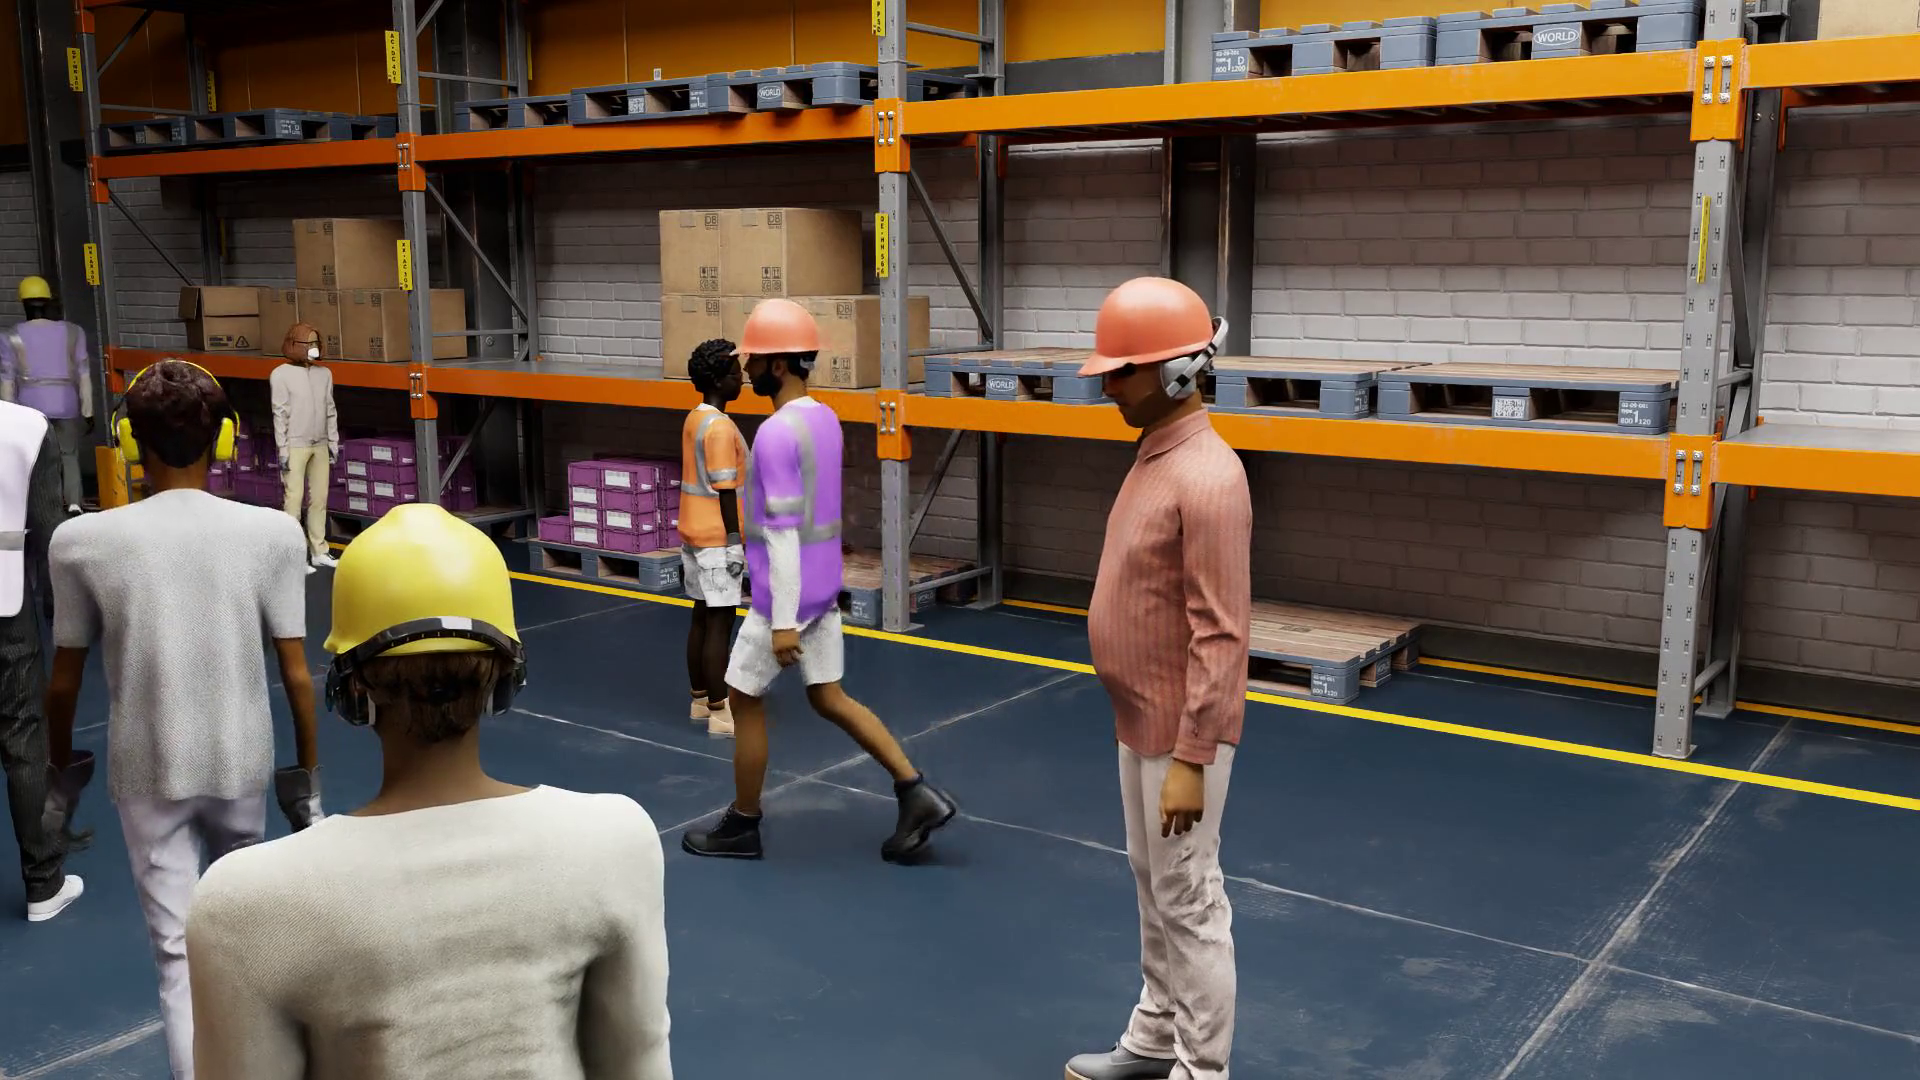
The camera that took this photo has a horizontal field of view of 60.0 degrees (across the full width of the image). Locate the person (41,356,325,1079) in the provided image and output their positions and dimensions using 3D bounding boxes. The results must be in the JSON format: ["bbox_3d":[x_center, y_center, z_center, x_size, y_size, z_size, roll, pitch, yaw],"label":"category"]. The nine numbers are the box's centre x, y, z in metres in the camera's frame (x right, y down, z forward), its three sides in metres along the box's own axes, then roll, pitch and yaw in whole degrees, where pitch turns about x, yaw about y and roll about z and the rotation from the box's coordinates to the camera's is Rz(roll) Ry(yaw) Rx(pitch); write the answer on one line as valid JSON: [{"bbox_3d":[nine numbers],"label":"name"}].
[{"bbox_3d":[-1.685,0.521,3.610,0.538,1.811,0.971,-6,11,-32],"label":"person"}]

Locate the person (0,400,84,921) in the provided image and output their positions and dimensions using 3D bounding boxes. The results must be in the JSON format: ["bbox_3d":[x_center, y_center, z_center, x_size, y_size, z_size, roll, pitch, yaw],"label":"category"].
[{"bbox_3d":[-2.985,0.235,5.006,0.593,1.919,0.388,-4,10,-22],"label":"person"}]

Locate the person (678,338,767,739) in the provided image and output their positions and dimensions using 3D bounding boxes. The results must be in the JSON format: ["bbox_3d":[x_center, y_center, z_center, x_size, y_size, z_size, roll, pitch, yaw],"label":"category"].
[{"bbox_3d":[-1.031,-0.005,7.094,0.318,1.696,0.536,-4,10,-23],"label":"person"}]

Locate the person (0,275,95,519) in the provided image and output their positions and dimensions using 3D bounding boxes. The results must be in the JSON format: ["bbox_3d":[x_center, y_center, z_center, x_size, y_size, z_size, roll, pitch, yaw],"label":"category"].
[{"bbox_3d":[-6.609,-0.947,12.036,0.605,1.916,0.420,-8,12,-40],"label":"person"}]

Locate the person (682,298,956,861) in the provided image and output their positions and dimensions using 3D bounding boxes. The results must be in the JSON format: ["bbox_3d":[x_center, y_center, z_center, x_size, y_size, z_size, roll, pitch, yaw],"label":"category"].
[{"bbox_3d":[-0.480,0.159,5.505,0.899,1.911,0.552,3,10,15],"label":"person"}]

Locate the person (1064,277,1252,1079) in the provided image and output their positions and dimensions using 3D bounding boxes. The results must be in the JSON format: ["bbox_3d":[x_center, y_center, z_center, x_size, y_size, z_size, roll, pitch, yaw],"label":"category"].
[{"bbox_3d":[0.453,0.408,3.770,0.392,1.986,0.611,-1,10,-7],"label":"person"}]

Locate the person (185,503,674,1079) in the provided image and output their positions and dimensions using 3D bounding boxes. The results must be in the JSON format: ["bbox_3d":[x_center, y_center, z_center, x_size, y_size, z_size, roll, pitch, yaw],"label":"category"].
[{"bbox_3d":[-0.583,0.836,1.910,0.529,1.761,0.340,-6,11,-34],"label":"person"}]

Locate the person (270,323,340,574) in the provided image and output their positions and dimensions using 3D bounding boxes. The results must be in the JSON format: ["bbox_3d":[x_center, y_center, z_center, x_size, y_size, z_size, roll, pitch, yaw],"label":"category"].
[{"bbox_3d":[-4.249,-0.597,10.834,0.282,1.625,0.492,5,11,27],"label":"person"}]
